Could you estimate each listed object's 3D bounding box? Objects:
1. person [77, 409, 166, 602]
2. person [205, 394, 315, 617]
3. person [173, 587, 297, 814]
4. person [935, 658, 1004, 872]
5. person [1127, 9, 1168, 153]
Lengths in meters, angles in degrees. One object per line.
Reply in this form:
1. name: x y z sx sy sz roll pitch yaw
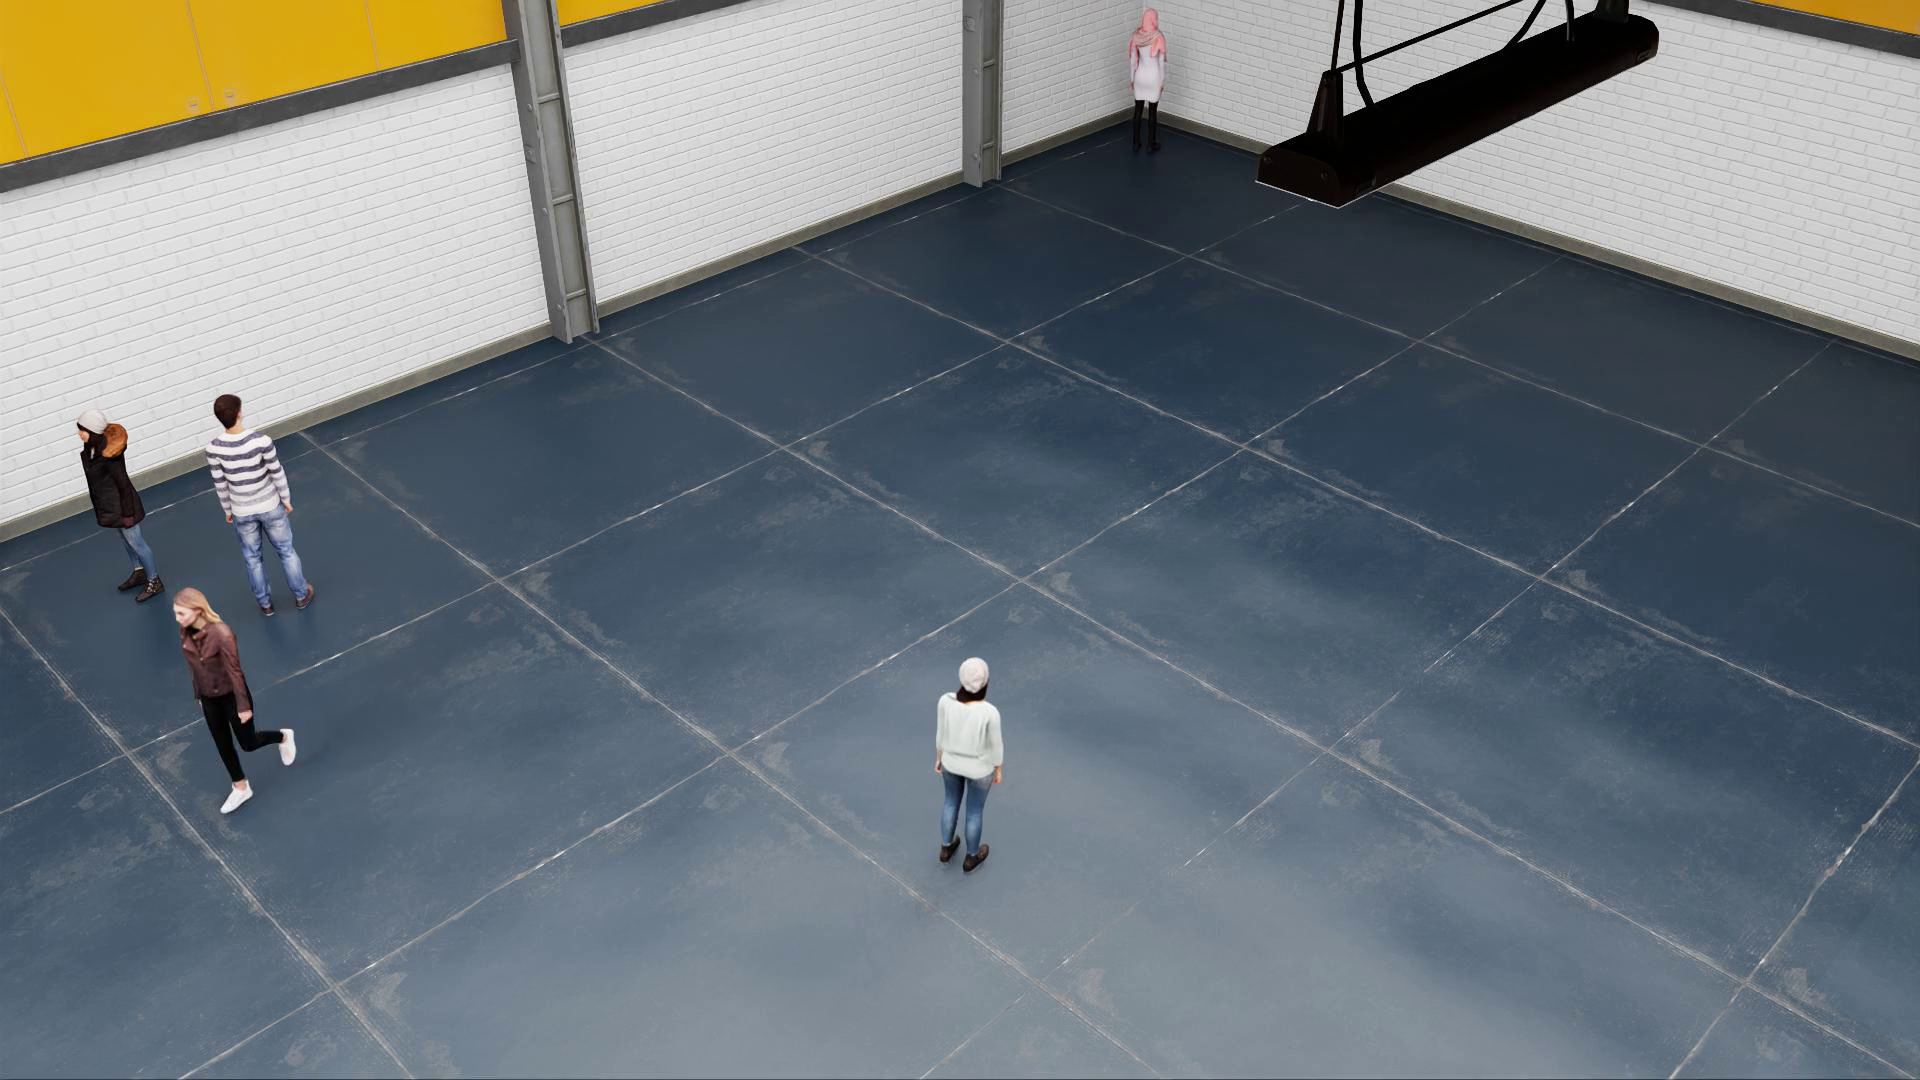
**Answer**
1. person: -6.541 -0.289 12.922 0.644 1.634 0.625 25 41 33
2. person: -5.373 -0.264 12.689 0.641 1.850 0.780 -10 35 -15
3. person: -4.781 0.993 10.941 0.829 1.692 0.990 12 36 18
4. person: 0.051 1.401 10.371 0.655 1.644 0.646 12 35 17
5. person: 2.379 -5.835 21.113 0.697 1.803 0.690 15 36 21
